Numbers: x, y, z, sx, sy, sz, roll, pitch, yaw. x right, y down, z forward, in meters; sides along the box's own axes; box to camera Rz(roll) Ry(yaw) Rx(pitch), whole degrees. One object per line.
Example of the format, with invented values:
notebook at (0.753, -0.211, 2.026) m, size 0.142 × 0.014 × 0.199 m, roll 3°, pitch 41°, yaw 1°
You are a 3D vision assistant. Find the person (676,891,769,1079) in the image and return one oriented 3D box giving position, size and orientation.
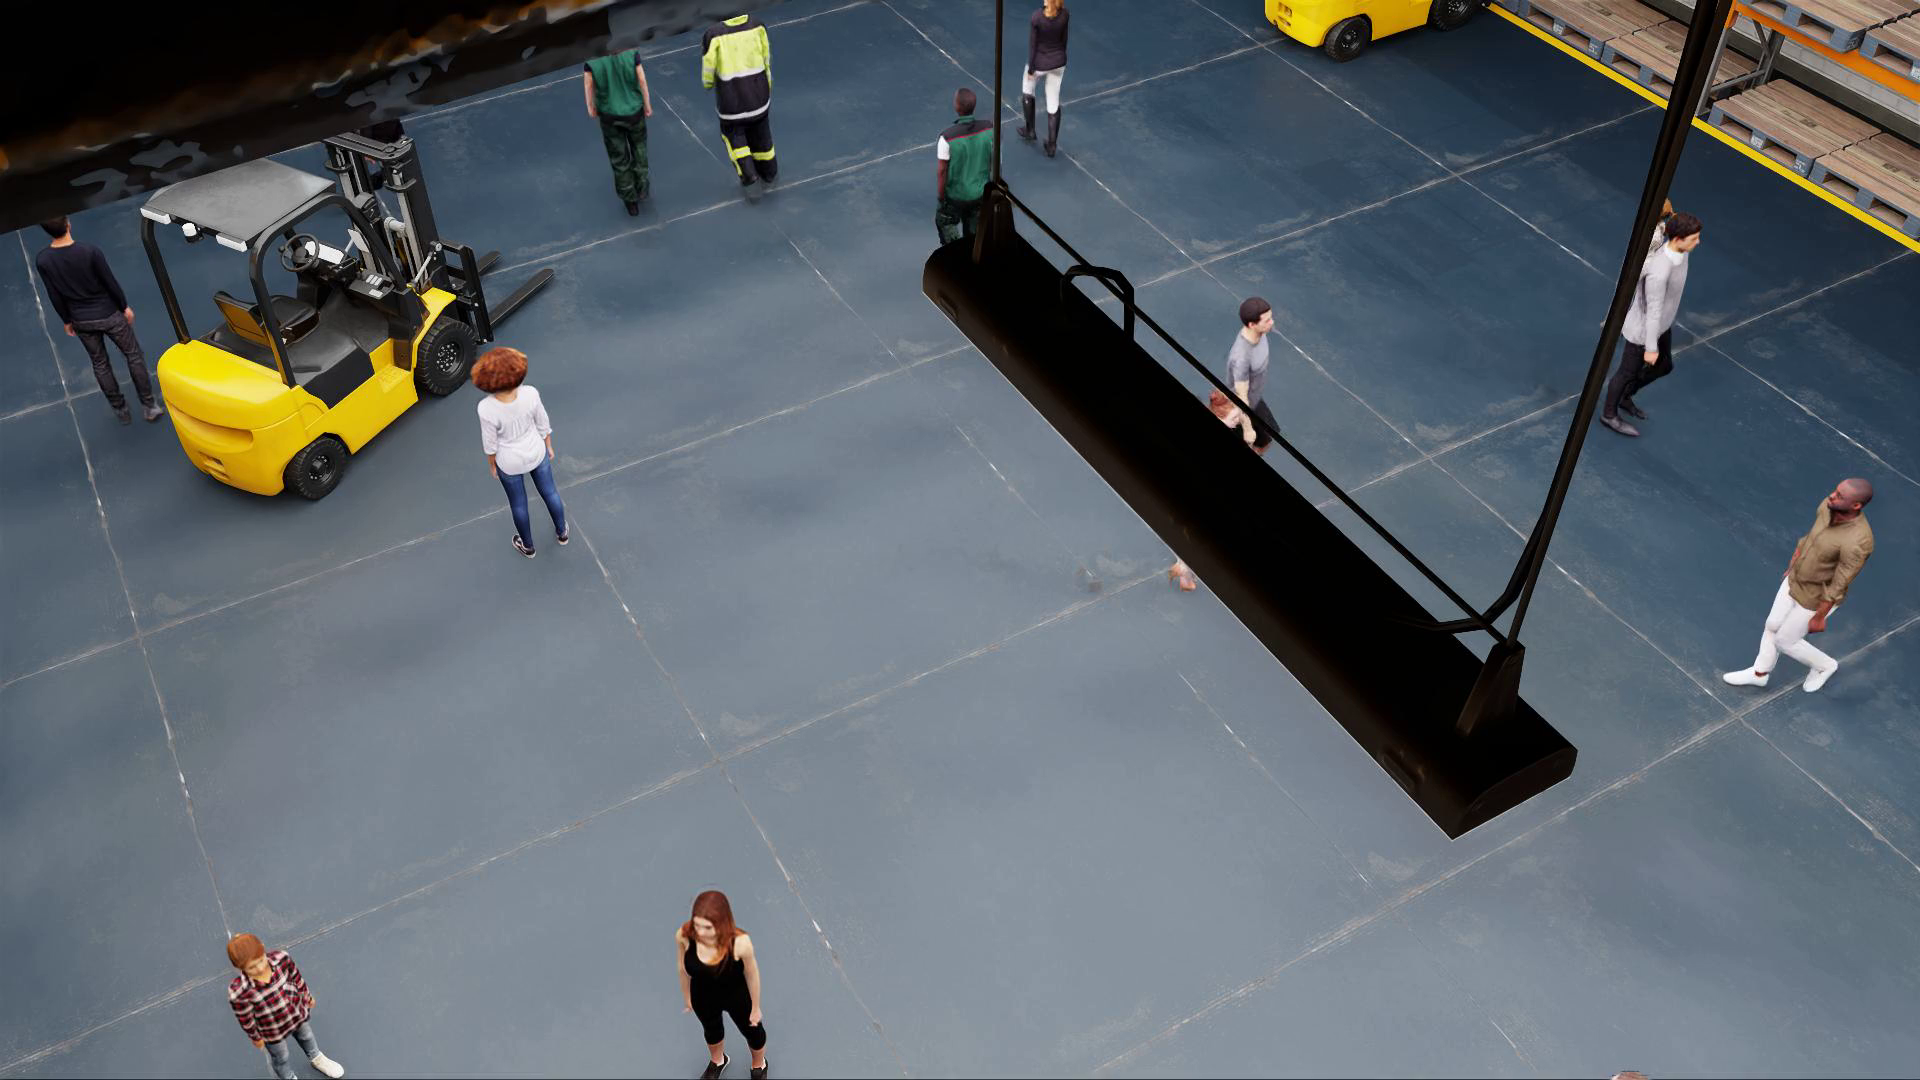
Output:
person at (-1.193, 2.308, 8.461) m, size 0.642 × 1.726 × 0.695 m, roll 9°, pitch 44°, yaw 9°

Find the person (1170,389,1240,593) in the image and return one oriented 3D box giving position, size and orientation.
person at (1.545, -0.310, 11.169) m, size 0.783 × 1.781 × 0.715 m, roll 7°, pitch 44°, yaw 7°

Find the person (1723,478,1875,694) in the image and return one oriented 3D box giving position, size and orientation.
person at (5.432, 0.333, 10.479) m, size 1.018 × 1.803 × 0.978 m, roll 2°, pitch 44°, yaw 2°

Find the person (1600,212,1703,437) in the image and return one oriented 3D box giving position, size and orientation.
person at (5.081, -1.633, 12.462) m, size 0.783 × 1.913 × 0.829 m, roll 30°, pitch 51°, yaw 27°

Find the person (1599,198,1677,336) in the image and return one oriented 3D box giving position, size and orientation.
person at (5.585, -2.188, 13.483) m, size 0.739 × 1.309 × 0.639 m, roll 24°, pitch 49°, yaw 23°

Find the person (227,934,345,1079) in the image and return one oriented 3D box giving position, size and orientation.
person at (-3.538, 2.450, 8.617) m, size 0.628 × 1.305 × 0.605 m, roll 28°, pitch 50°, yaw 26°

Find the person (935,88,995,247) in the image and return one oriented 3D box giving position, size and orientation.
person at (0.076, -2.852, 13.800) m, size 0.696 × 1.833 × 0.680 m, roll -21°, pitch 48°, yaw -21°

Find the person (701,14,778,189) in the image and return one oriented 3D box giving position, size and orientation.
person at (-1.966, -4.021, 14.937) m, size 0.768 × 1.957 × 0.810 m, roll -18°, pitch 47°, yaw -18°

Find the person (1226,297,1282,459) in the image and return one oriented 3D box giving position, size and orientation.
person at (1.895, -0.972, 11.811) m, size 0.885 × 1.855 × 0.822 m, roll 22°, pitch 48°, yaw 21°

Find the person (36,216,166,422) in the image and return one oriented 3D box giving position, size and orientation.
person at (-6.508, -1.682, 12.533) m, size 0.721 × 1.886 × 0.773 m, roll -13°, pitch 45°, yaw -13°

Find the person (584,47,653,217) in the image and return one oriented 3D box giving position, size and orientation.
person at (-2.984, -3.739, 14.694) m, size 0.779 × 1.883 × 0.780 m, roll -12°, pitch 45°, yaw -12°

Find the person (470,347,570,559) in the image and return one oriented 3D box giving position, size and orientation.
person at (-3.041, -0.599, 11.524) m, size 0.625 × 1.709 × 0.567 m, roll -21°, pitch 48°, yaw -21°

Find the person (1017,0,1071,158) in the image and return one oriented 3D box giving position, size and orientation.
person at (0.841, -4.344, 15.452) m, size 0.640 × 1.713 × 0.806 m, roll -16°, pitch 46°, yaw -16°
